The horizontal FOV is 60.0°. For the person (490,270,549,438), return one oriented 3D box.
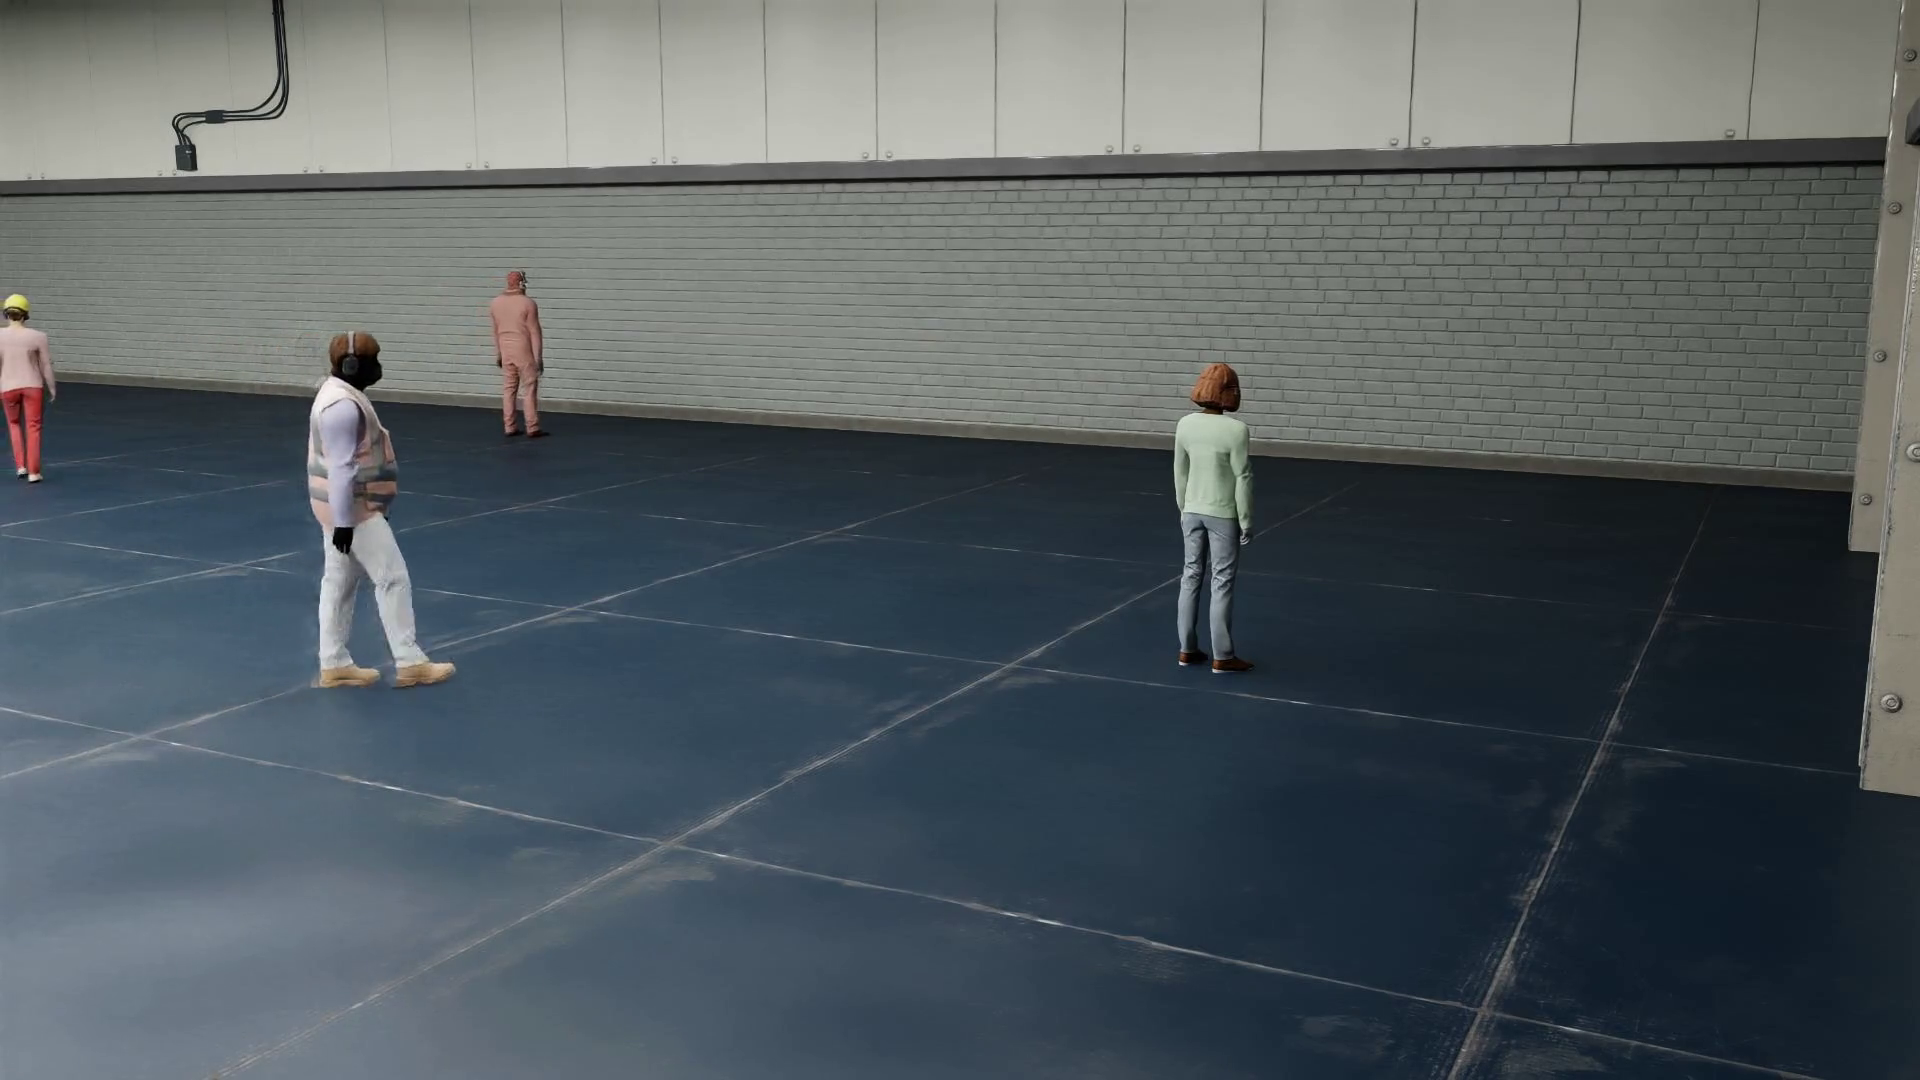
[{"bbox_3d":[-5.011,-2.118,18.962,0.652,1.905,0.406,4,11,23],"label":"person"}]

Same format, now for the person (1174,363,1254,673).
[{"bbox_3d":[1.343,-0.115,8.783,0.280,1.633,0.500,-9,14,-41],"label":"person"}]

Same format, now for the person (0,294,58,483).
[{"bbox_3d":[-8.761,-1.417,15.583,0.546,1.742,0.683,-4,11,-19],"label":"person"}]

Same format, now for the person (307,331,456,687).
[{"bbox_3d":[-2.935,-0.147,8.450,0.784,1.815,0.661,-4,11,-21],"label":"person"}]
